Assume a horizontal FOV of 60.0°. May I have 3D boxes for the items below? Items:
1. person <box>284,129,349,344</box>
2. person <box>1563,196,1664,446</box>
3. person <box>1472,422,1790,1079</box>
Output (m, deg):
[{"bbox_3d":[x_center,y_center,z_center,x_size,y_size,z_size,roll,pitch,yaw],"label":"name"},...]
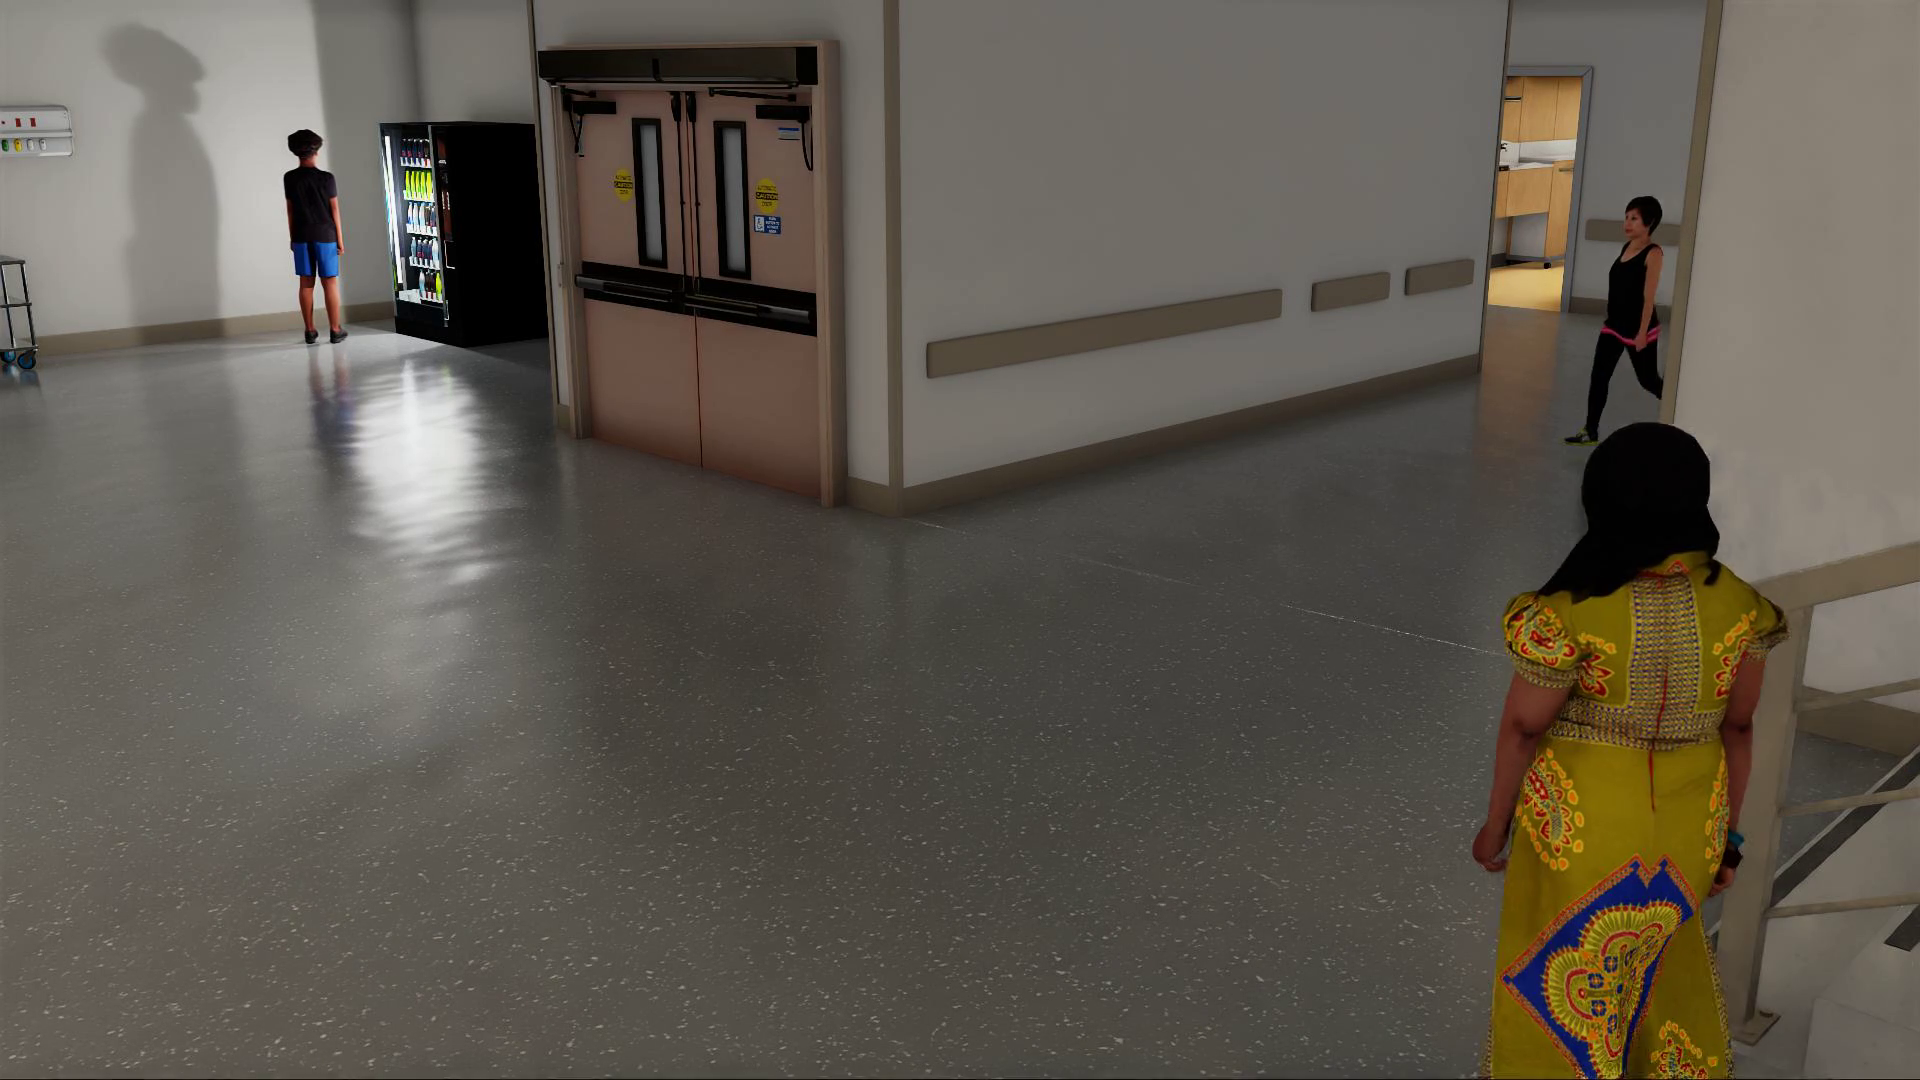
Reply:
[{"bbox_3d":[-5.527,-2.595,14.232,0.682,1.794,0.724,-2,16,-6],"label":"person"},{"bbox_3d":[4.161,-1.292,10.120,0.980,1.517,1.050,-4,16,-13],"label":"person"},{"bbox_3d":[1.271,0.615,3.115,0.940,1.647,1.011,-3,16,-11],"label":"person"}]
